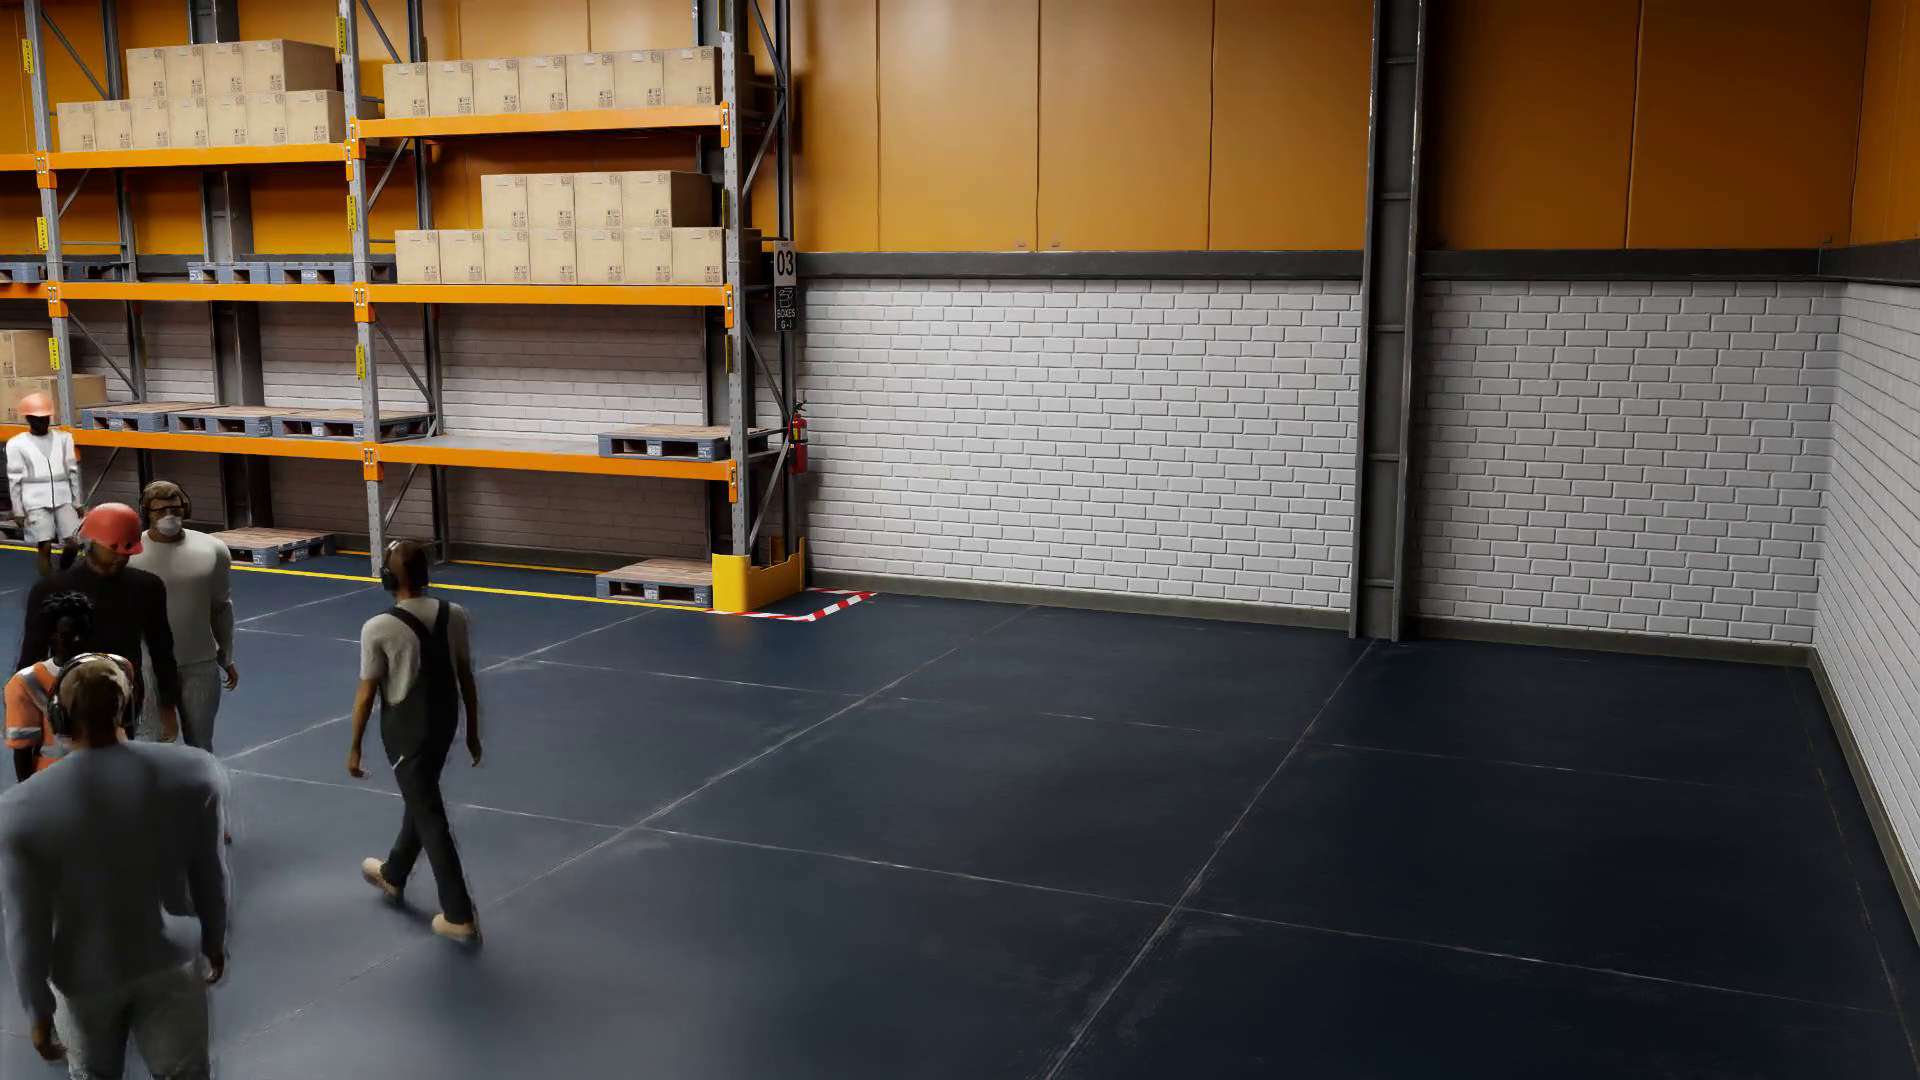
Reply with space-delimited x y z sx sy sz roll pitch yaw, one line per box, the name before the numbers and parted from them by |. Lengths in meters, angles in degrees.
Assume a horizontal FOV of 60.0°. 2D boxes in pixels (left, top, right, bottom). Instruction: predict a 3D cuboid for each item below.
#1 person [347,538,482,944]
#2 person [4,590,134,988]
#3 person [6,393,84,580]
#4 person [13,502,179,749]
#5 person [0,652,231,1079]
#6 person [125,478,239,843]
person | -2.504 0.881 7.539 0.950 1.792 0.535 7 12 36
person | -3.643 1.038 6.892 0.320 1.695 0.537 6 11 34
person | -7.903 -0.318 14.417 0.406 1.923 0.582 9 13 42
person | -3.924 0.795 7.647 0.964 1.928 0.683 8 12 39
person | -2.424 1.272 4.856 0.624 1.911 0.945 -6 11 -34
person | -4.033 0.643 8.554 0.629 1.940 0.376 -8 12 -40
